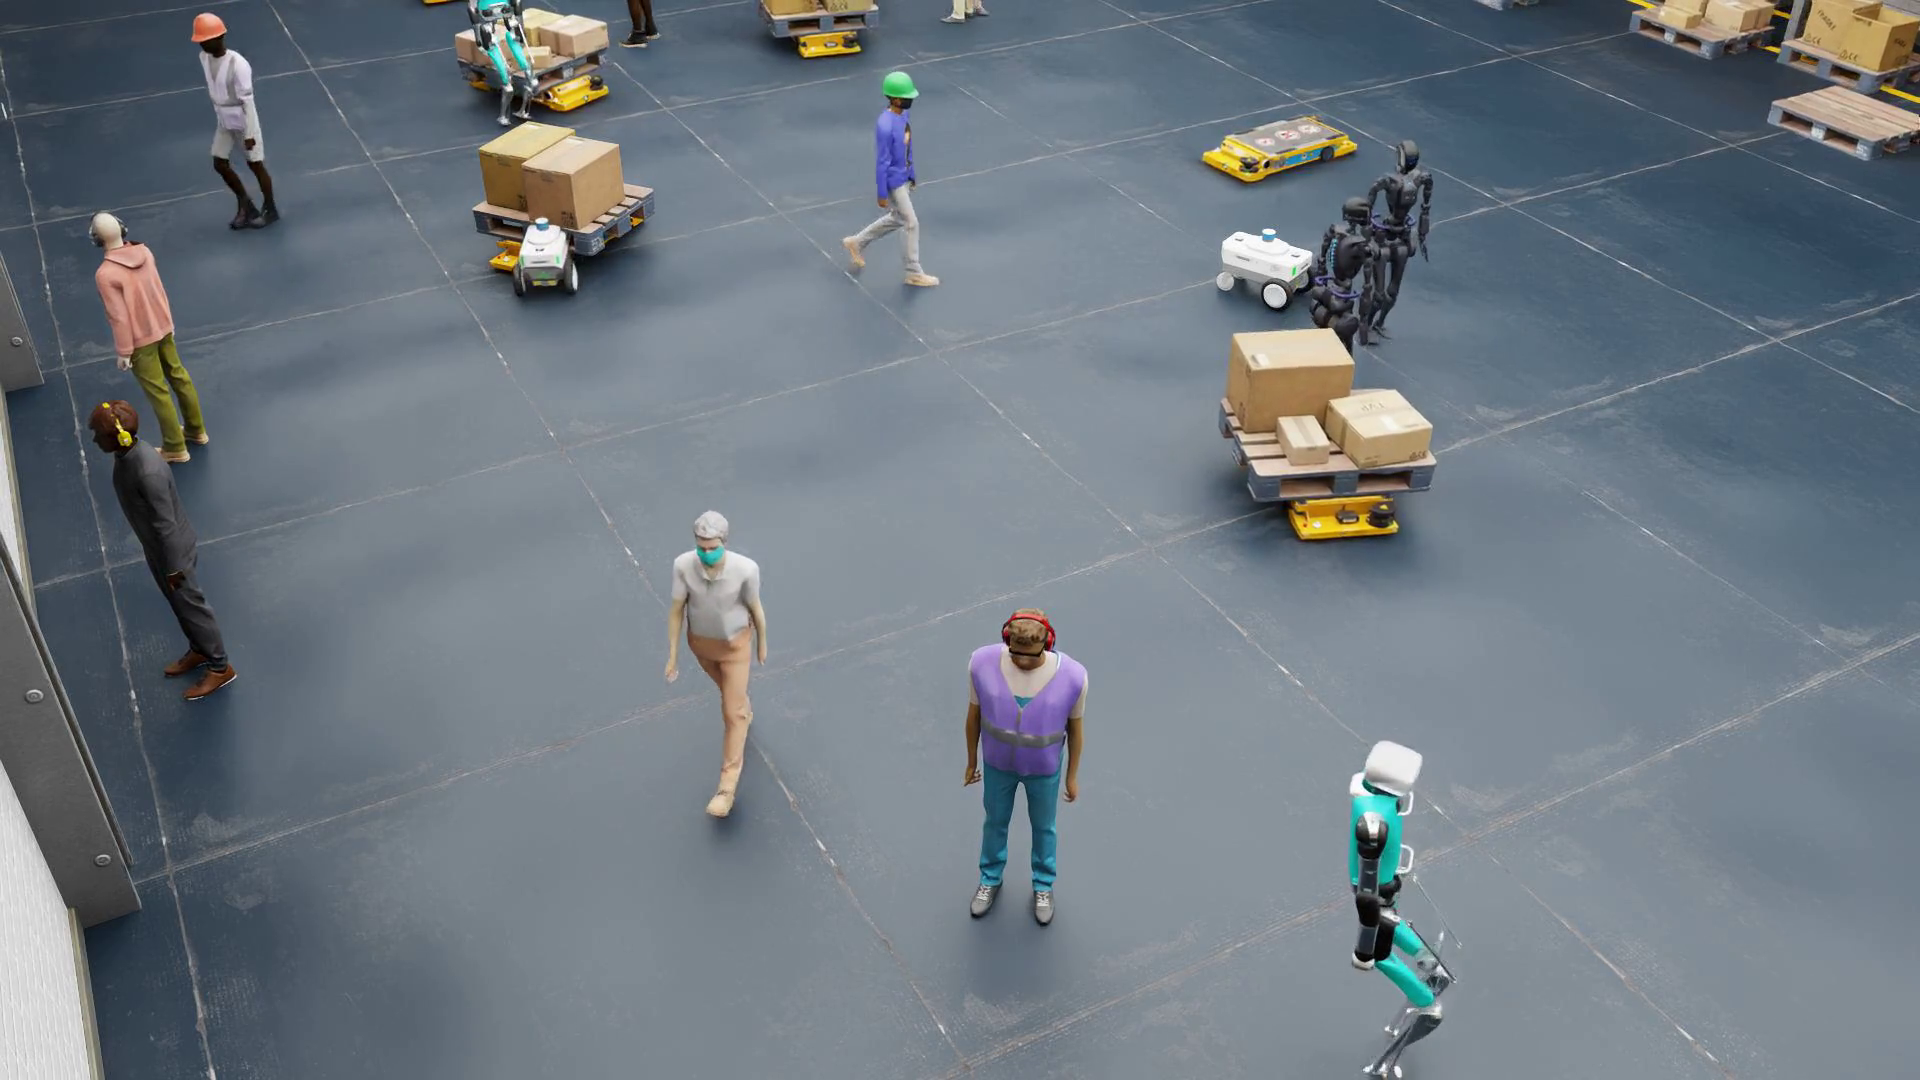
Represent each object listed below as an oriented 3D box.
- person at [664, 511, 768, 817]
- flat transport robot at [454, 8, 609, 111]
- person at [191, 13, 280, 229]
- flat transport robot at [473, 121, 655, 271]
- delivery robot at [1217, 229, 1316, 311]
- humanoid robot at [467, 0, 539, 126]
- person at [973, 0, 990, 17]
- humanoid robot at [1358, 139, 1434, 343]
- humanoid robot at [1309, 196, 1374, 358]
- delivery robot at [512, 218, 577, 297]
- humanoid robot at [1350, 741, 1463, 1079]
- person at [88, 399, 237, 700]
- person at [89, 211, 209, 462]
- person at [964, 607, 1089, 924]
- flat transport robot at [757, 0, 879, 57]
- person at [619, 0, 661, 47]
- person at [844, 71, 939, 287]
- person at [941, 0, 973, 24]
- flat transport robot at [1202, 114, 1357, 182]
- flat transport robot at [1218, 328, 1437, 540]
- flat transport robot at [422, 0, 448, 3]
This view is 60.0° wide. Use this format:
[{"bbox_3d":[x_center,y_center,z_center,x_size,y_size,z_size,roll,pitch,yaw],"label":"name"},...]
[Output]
[{"bbox_3d":[-1.271,0.566,8.668,0.472,1.693,0.937,7,36,10],"label":"person"},{"bbox_3d":[-4.489,-4.863,17.659,1.431,0.231,0.659,21,40,27],"label":"flat transport robot"},{"bbox_3d":[-6.328,-3.585,14.395,0.560,1.917,0.601,17,38,23],"label":"person"},{"bbox_3d":[-3.414,-2.680,14.542,0.659,0.231,1.431,14,37,20],"label":"flat transport robot"},{"bbox_3d":[2.531,-2.261,13.693,0.774,0.592,0.499,23,41,29],"label":"delivery robot"},{"bbox_3d":[-4.501,-4.952,16.448,0.541,1.725,0.697,-19,39,-25],"label":"humanoid robot"},{"bbox_3d":[0.214,-6.932,19.406,0.470,1.656,0.442,6,36,9],"label":"person"},{"bbox_3d":[3.318,-2.297,12.775,0.609,1.652,0.325,-9,36,-13],"label":"humanoid robot"},{"bbox_3d":[2.706,-1.678,11.880,0.325,1.656,0.601,-16,38,-22],"label":"humanoid robot"},{"bbox_3d":[-3.450,-2.373,13.865,0.499,0.606,0.796,-2,35,-3],"label":"delivery robot"},{"bbox_3d":[1.954,1.646,7.116,0.752,1.801,0.536,11,36,15],"label":"humanoid robot"},{"bbox_3d":[-4.441,0.042,9.264,0.363,1.870,0.495,-27,43,-33],"label":"person"},{"bbox_3d":[-5.540,-1.375,11.315,0.366,1.835,0.518,9,36,13],"label":"person"},{"bbox_3d":[0.302,1.047,7.853,0.563,1.838,0.391,6,35,8],"label":"person"},{"bbox_3d":[-1.635,-5.870,19.096,0.659,0.231,1.431,-10,36,-14],"label":"flat transport robot"},{"bbox_3d":[-3.676,-6.495,18.517,0.367,1.960,0.618,8,36,11],"label":"person"},{"bbox_3d":[-0.583,-2.947,13.553,0.777,1.840,0.475,8,36,12],"label":"person"},{"bbox_3d":[0.004,-6.908,19.204,0.391,1.846,0.562,17,39,23],"label":"person"},{"bbox_3d":[3.116,-3.812,16.159,1.431,0.231,0.659,-21,40,-27],"label":"flat transport robot"},{"bbox_3d":[2.460,-0.484,11.407,0.659,0.231,1.431,-4,35,-6],"label":"flat transport robot"},{"bbox_3d":[-6.531,-7.001,20.712,0.659,0.231,1.431,-18,39,-24],"label":"flat transport robot"}]
